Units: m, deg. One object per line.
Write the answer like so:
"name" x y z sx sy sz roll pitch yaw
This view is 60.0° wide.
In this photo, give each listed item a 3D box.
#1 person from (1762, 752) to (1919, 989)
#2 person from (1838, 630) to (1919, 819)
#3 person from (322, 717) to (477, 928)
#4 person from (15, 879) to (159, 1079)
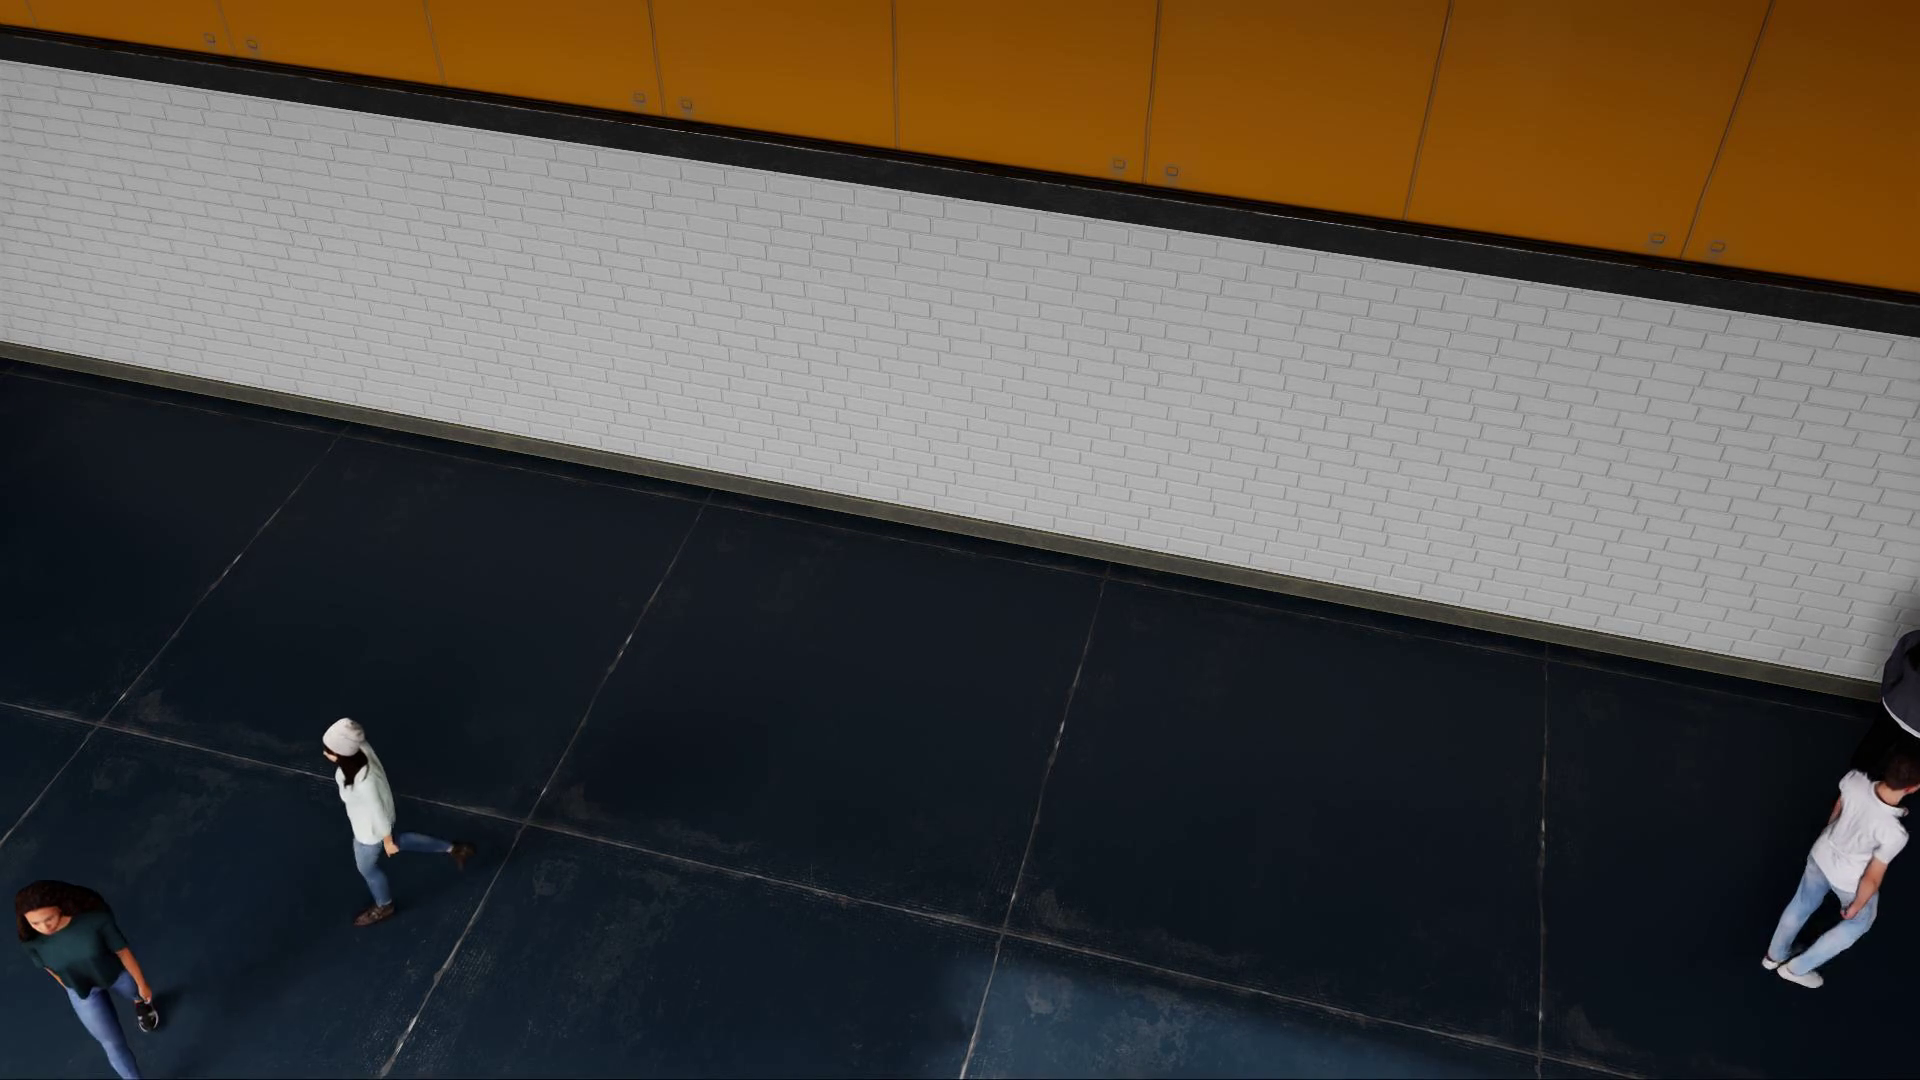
"person" 4.586 1.750 8.782 0.830 1.841 0.717 -10 45 -10
"person" 5.583 1.019 9.726 0.850 1.598 0.759 -10 45 -10
"person" -3.160 1.506 9.193 1.007 1.626 1.006 -17 46 -17
"person" -4.396 2.184 8.522 1.041 1.572 1.127 -19 47 -19
